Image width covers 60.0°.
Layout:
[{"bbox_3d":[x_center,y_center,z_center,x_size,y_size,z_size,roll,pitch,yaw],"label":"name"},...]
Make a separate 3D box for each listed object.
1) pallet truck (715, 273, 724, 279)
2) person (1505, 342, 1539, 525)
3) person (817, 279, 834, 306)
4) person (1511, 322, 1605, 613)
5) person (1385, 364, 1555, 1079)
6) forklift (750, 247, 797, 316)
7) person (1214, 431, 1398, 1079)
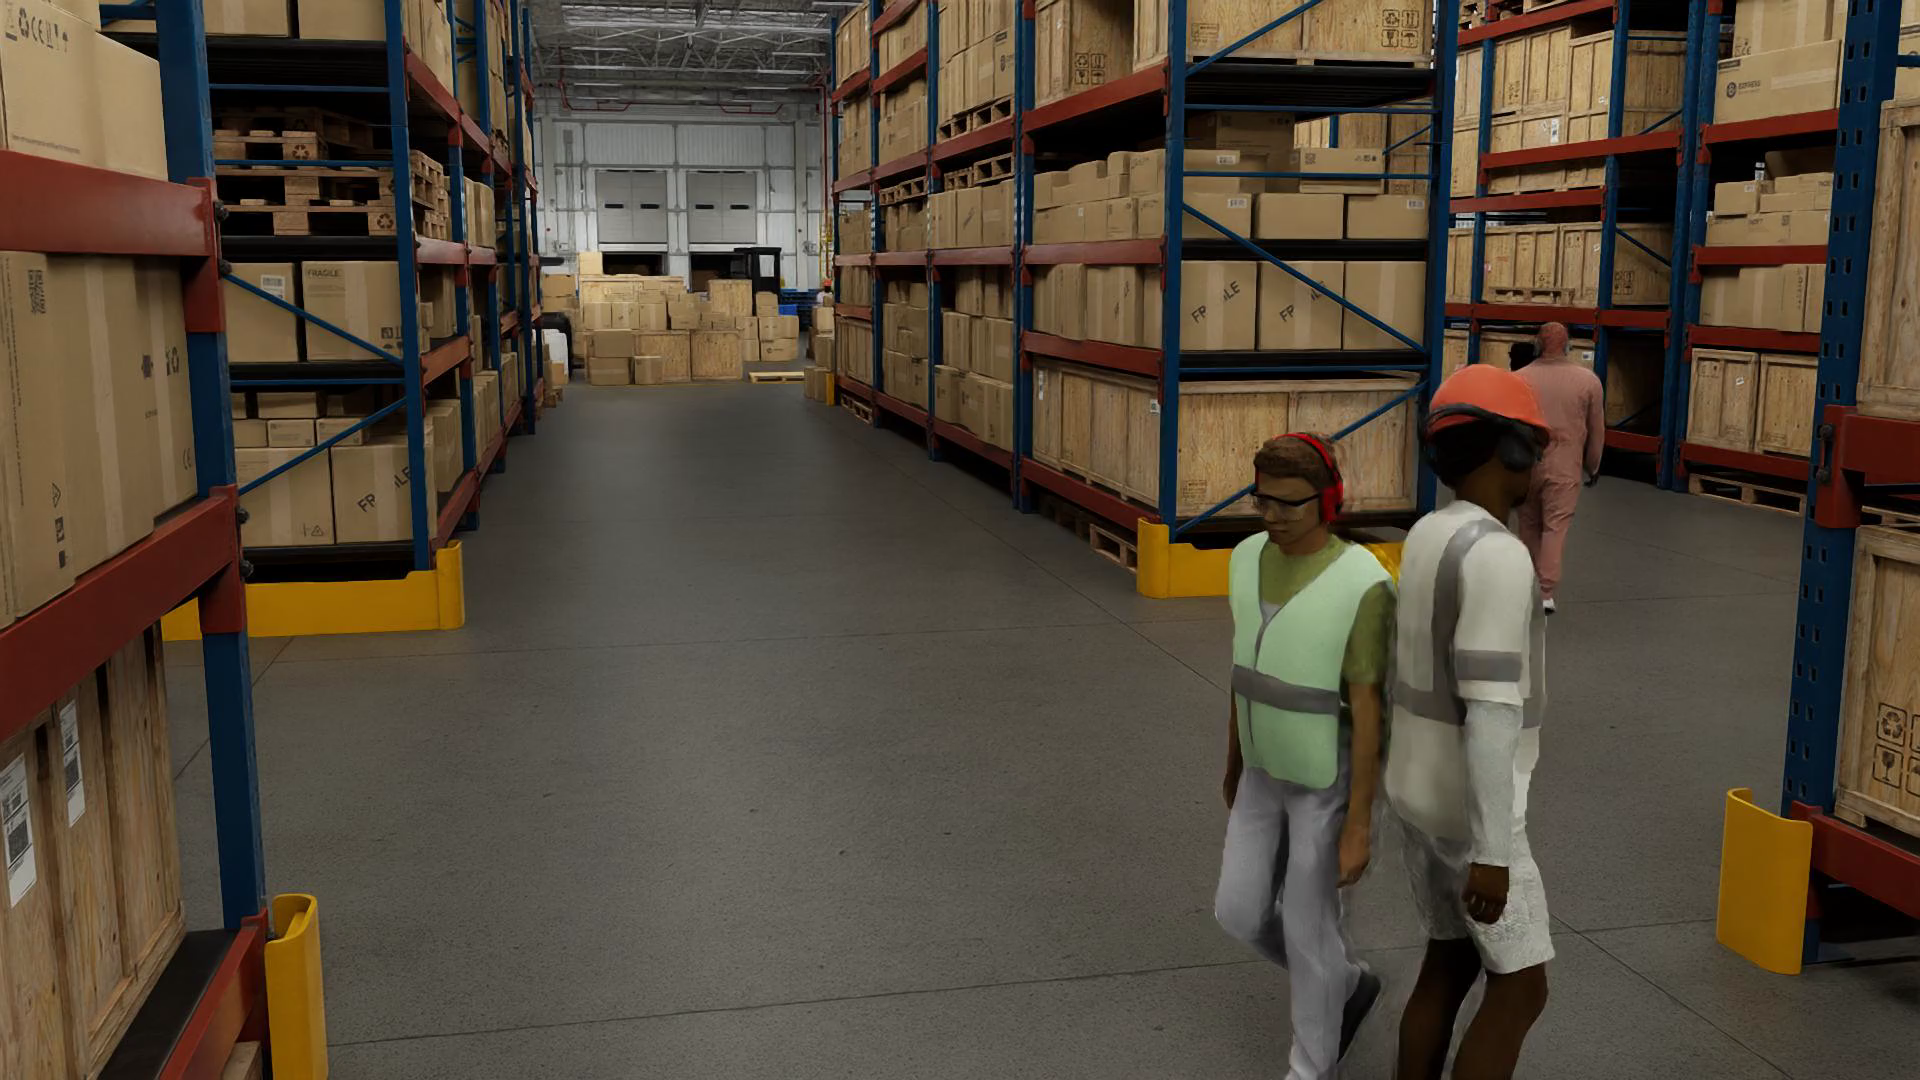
[{"bbox_3d":[-8.580,-8.986,62.280,1.885,1.965,0.823,1,9,5],"label":"pallet truck"},{"bbox_3d":[4.084,-0.601,12.149,0.544,1.681,0.524,-1,9,-5],"label":"person"},{"bbox_3d":[-3.593,-6.032,44.534,0.554,1.923,0.571,-6,11,-32],"label":"person"},{"bbox_3d":[3.859,-0.484,10.891,0.639,1.858,1.003,5,11,28],"label":"person"},{"bbox_3d":[1.183,0.604,3.850,0.421,1.990,0.692,0,9,-3],"label":"person"},{"bbox_3d":[-5.884,-7.530,50.722,1.129,2.768,1.873,-7,12,-38],"label":"forklift"},{"bbox_3d":[0.916,0.618,4.293,0.484,1.819,0.615,-5,11,-30],"label":"person"}]
